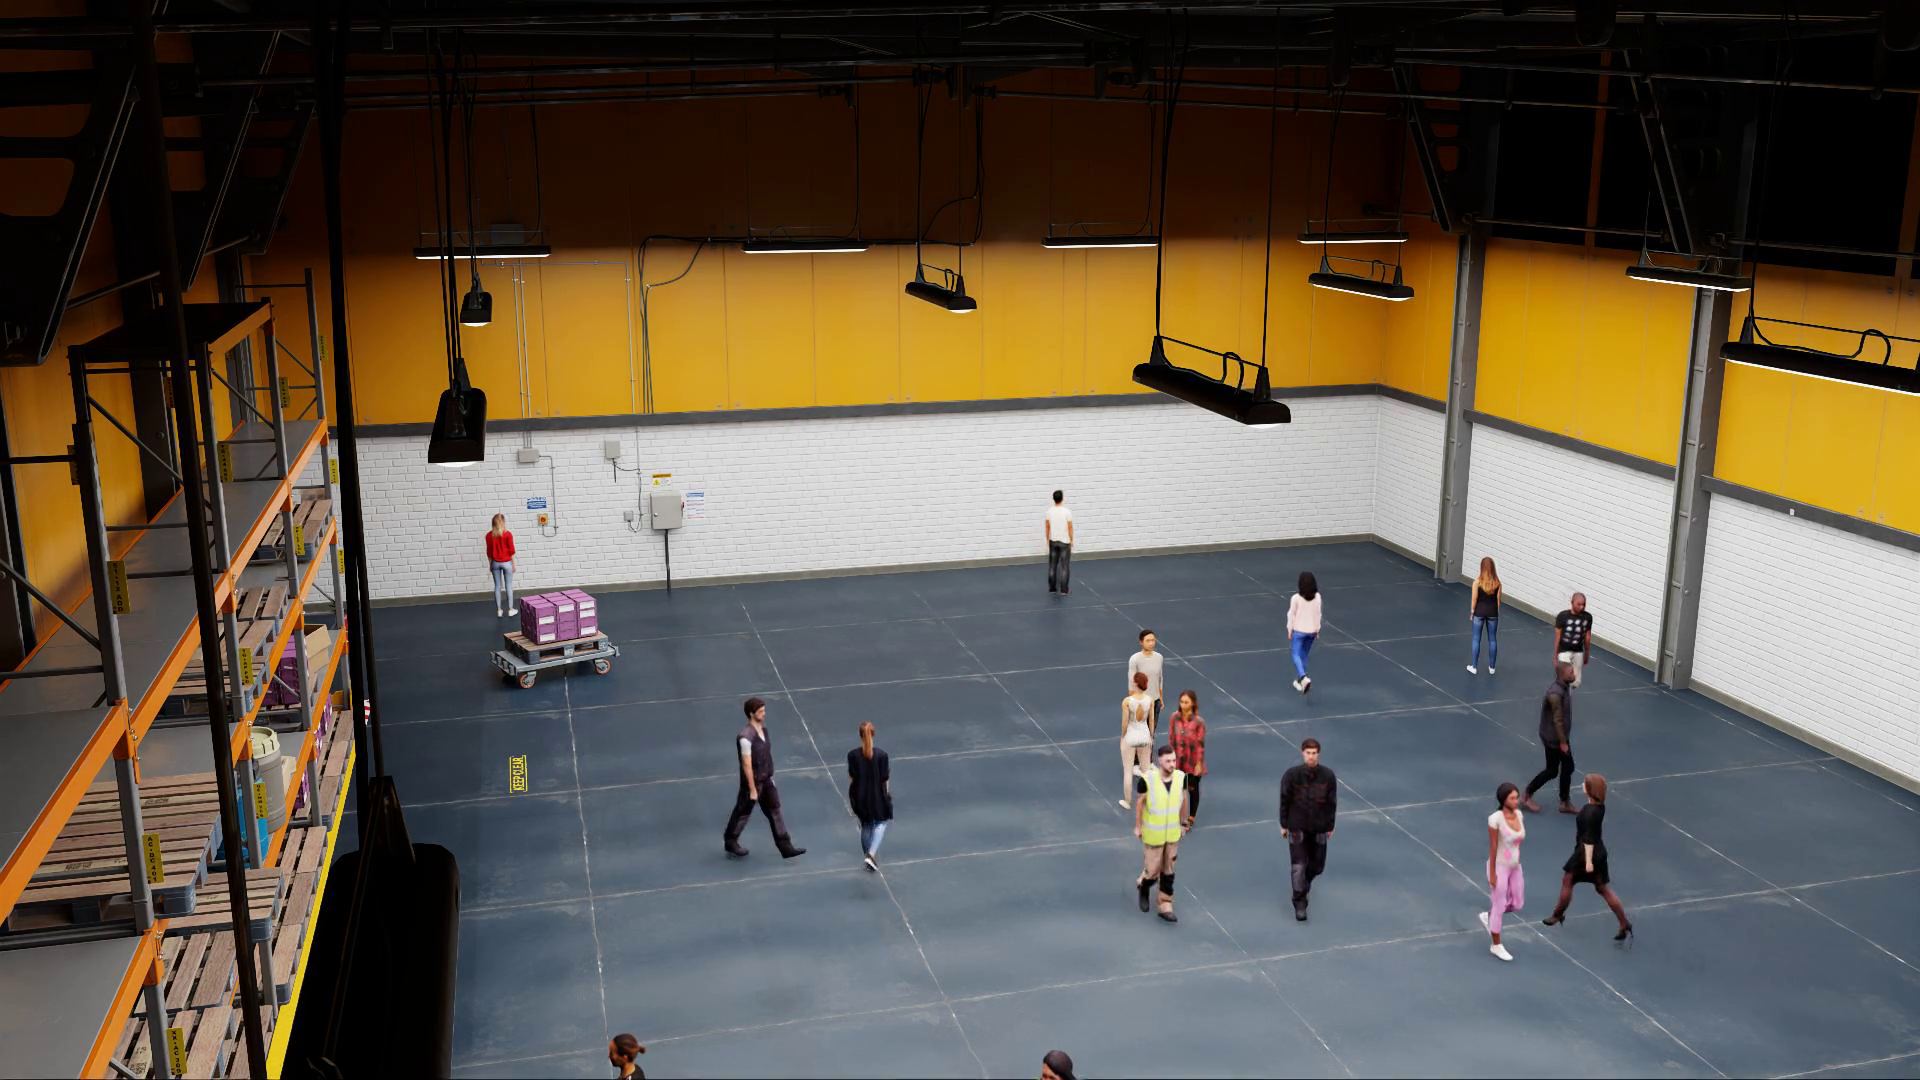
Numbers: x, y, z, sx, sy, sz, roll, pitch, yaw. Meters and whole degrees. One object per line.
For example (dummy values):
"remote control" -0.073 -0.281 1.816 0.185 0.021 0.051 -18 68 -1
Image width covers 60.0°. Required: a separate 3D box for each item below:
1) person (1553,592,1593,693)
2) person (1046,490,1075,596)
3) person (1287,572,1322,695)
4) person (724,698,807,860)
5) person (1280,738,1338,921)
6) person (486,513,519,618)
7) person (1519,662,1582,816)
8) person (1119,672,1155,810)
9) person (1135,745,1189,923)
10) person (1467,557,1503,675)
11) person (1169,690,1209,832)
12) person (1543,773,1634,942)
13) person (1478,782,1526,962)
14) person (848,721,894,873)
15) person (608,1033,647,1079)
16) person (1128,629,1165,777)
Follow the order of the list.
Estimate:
"person" 8.097 1.518 22.239 0.778 1.777 0.914 0 14 -1
"person" 1.688 0.031 28.320 0.713 1.804 0.744 6 15 23
"person" 4.800 1.319 23.113 0.722 1.751 0.999 -2 14 -7
"person" -2.271 2.582 17.792 1.194 1.800 1.220 5 15 22
"person" 3.470 2.847 16.653 0.909 1.821 1.102 1 14 3
"person" -7.443 0.402 26.998 0.665 1.704 0.595 0 14 0
"person" 6.754 2.275 19.028 1.107 1.816 1.029 8 16 31
"person" 2.046 2.312 19.245 0.558 1.642 0.473 -3 14 -12
"person" 1.974 2.873 16.509 0.718 1.838 0.757 -4 14 -17
"person" 7.620 1.089 24.125 0.648 1.721 0.605 1 14 3
"person" 2.568 2.462 18.551 0.977 1.676 1.021 9 16 32
"person" 6.161 3.084 16.010 1.156 1.664 1.009 11 17 37
"person" 5.098 3.109 15.771 0.648 1.728 0.792 -6 15 -25
"person" -0.959 2.733 17.436 0.788 1.675 0.889 2 14 10
"person" -2.241 4.175 11.497 0.662 1.667 0.479 -2 14 -8
"person" 2.257 1.961 20.334 0.696 1.812 0.630 -7 15 -28
